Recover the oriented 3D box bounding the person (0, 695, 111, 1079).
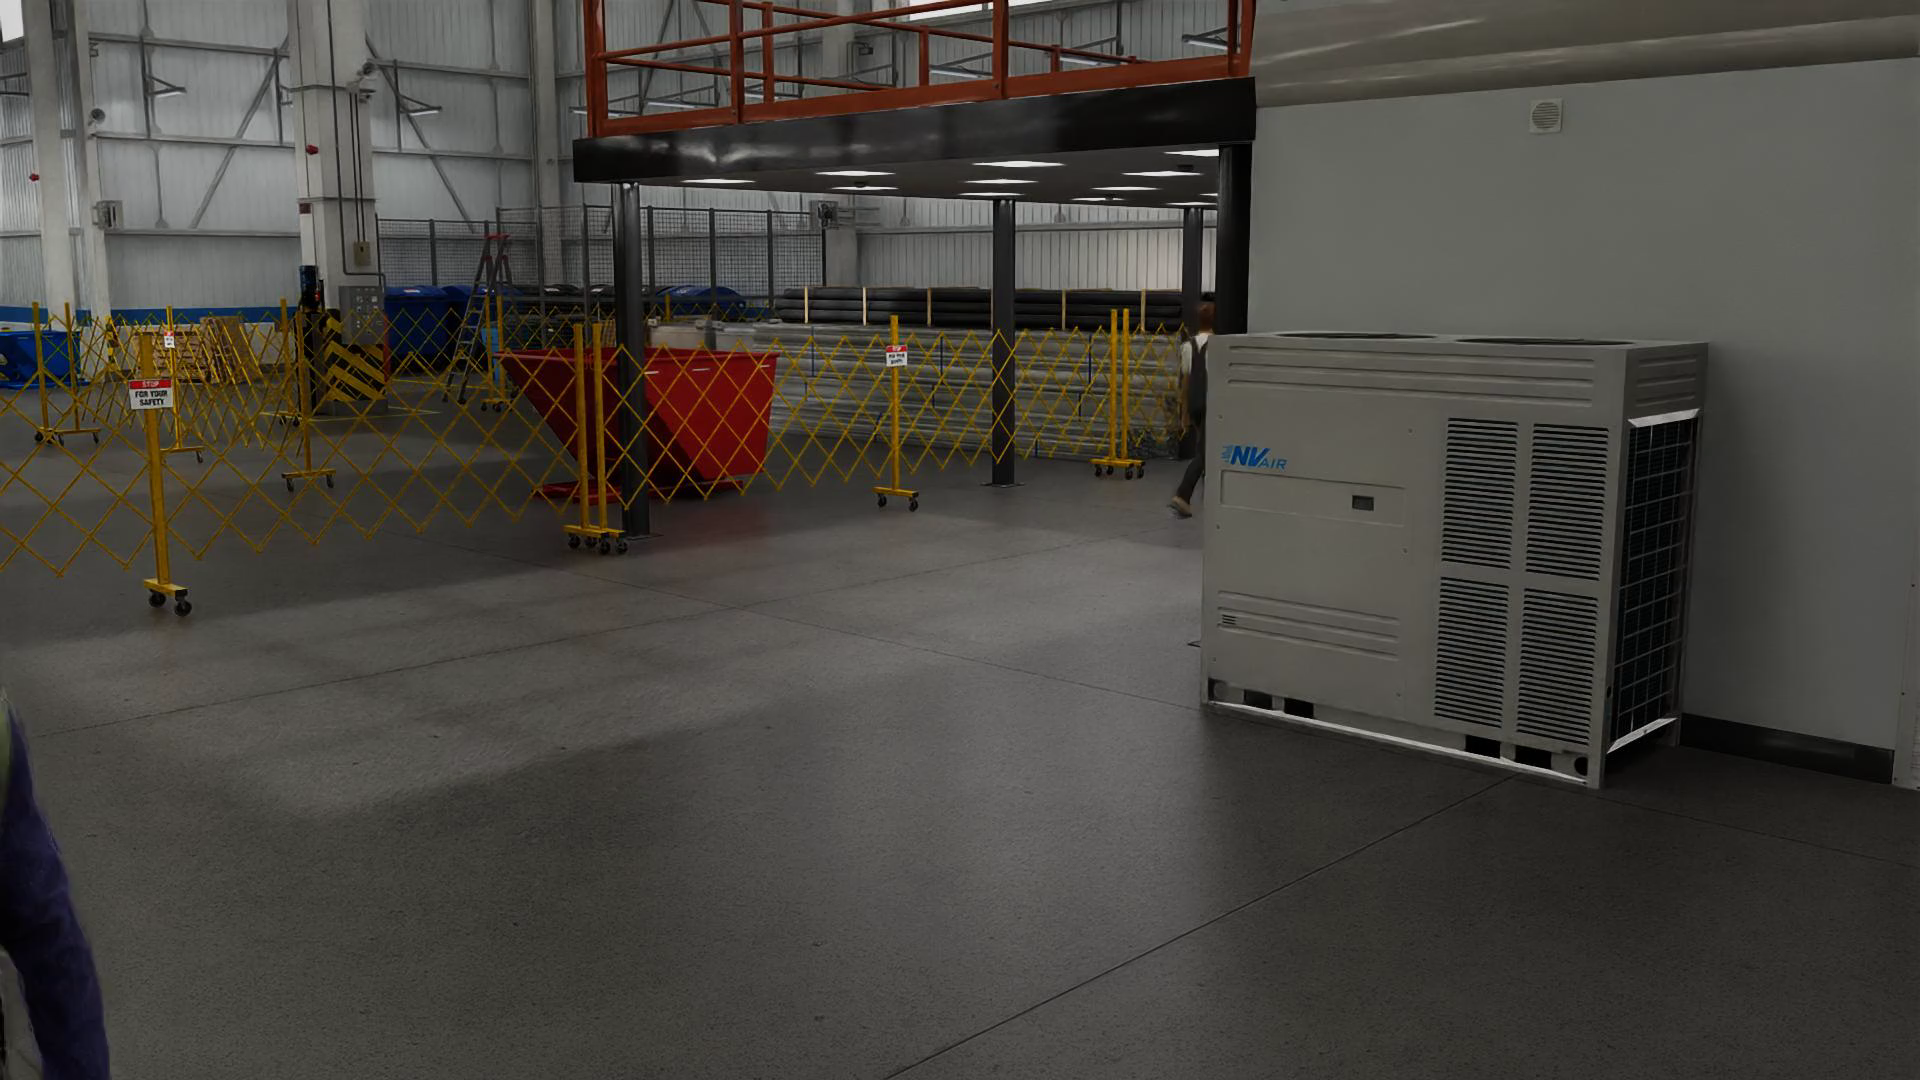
[{"bbox_3d":[-1.399,0.822,2.071,0.631,1.849,0.855,-6,11,-31],"label":"person"}]

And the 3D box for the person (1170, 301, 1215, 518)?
[{"bbox_3d":[2.045,-1.099,13.984,0.946,1.812,0.502,-8,12,-41],"label":"person"}]
